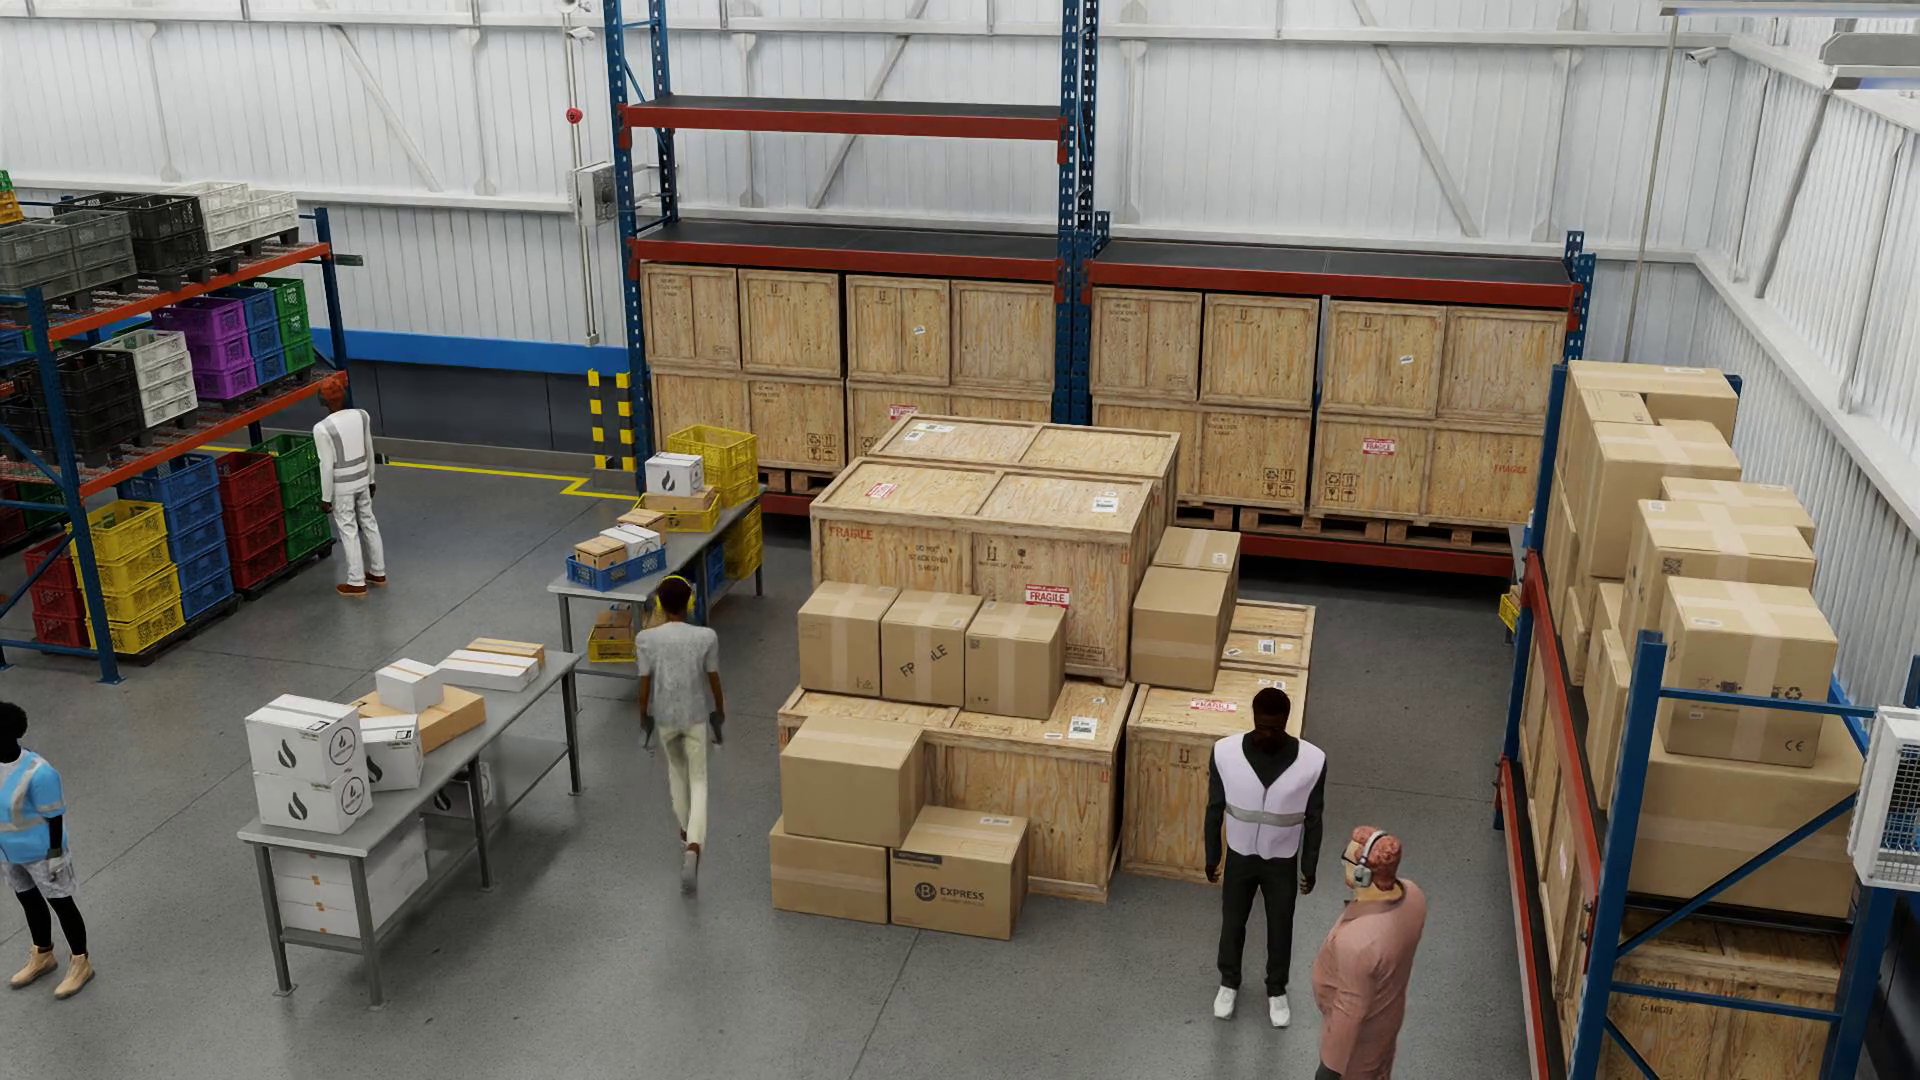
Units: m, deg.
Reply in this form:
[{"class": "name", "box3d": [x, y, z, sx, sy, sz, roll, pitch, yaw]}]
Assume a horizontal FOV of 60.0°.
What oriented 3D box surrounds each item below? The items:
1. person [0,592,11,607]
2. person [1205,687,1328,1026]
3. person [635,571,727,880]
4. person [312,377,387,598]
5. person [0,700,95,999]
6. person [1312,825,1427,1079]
[{"class": "person", "box3d": [-8.242, -0.260, 13.451, 0.666, 1.903, 0.634, -3, 21, -8]}, {"class": "person", "box3d": [1.550, 1.601, 8.546, 0.592, 1.911, 0.390, 4, 21, 11]}, {"class": "person", "box3d": [-1.664, 1.106, 9.945, 0.520, 1.843, 0.812, -2, 21, -4]}, {"class": "person", "box3d": [-5.125, -0.447, 13.931, 0.337, 1.883, 0.584, 10, 23, 24]}, {"class": "person", "box3d": [-4.917, 1.621, 8.778, 0.533, 1.699, 0.318, 8, 22, 19]}, {"class": "person", "box3d": [1.719, 2.103, 7.232, 0.407, 1.906, 0.655, 15, 25, 34]}]
